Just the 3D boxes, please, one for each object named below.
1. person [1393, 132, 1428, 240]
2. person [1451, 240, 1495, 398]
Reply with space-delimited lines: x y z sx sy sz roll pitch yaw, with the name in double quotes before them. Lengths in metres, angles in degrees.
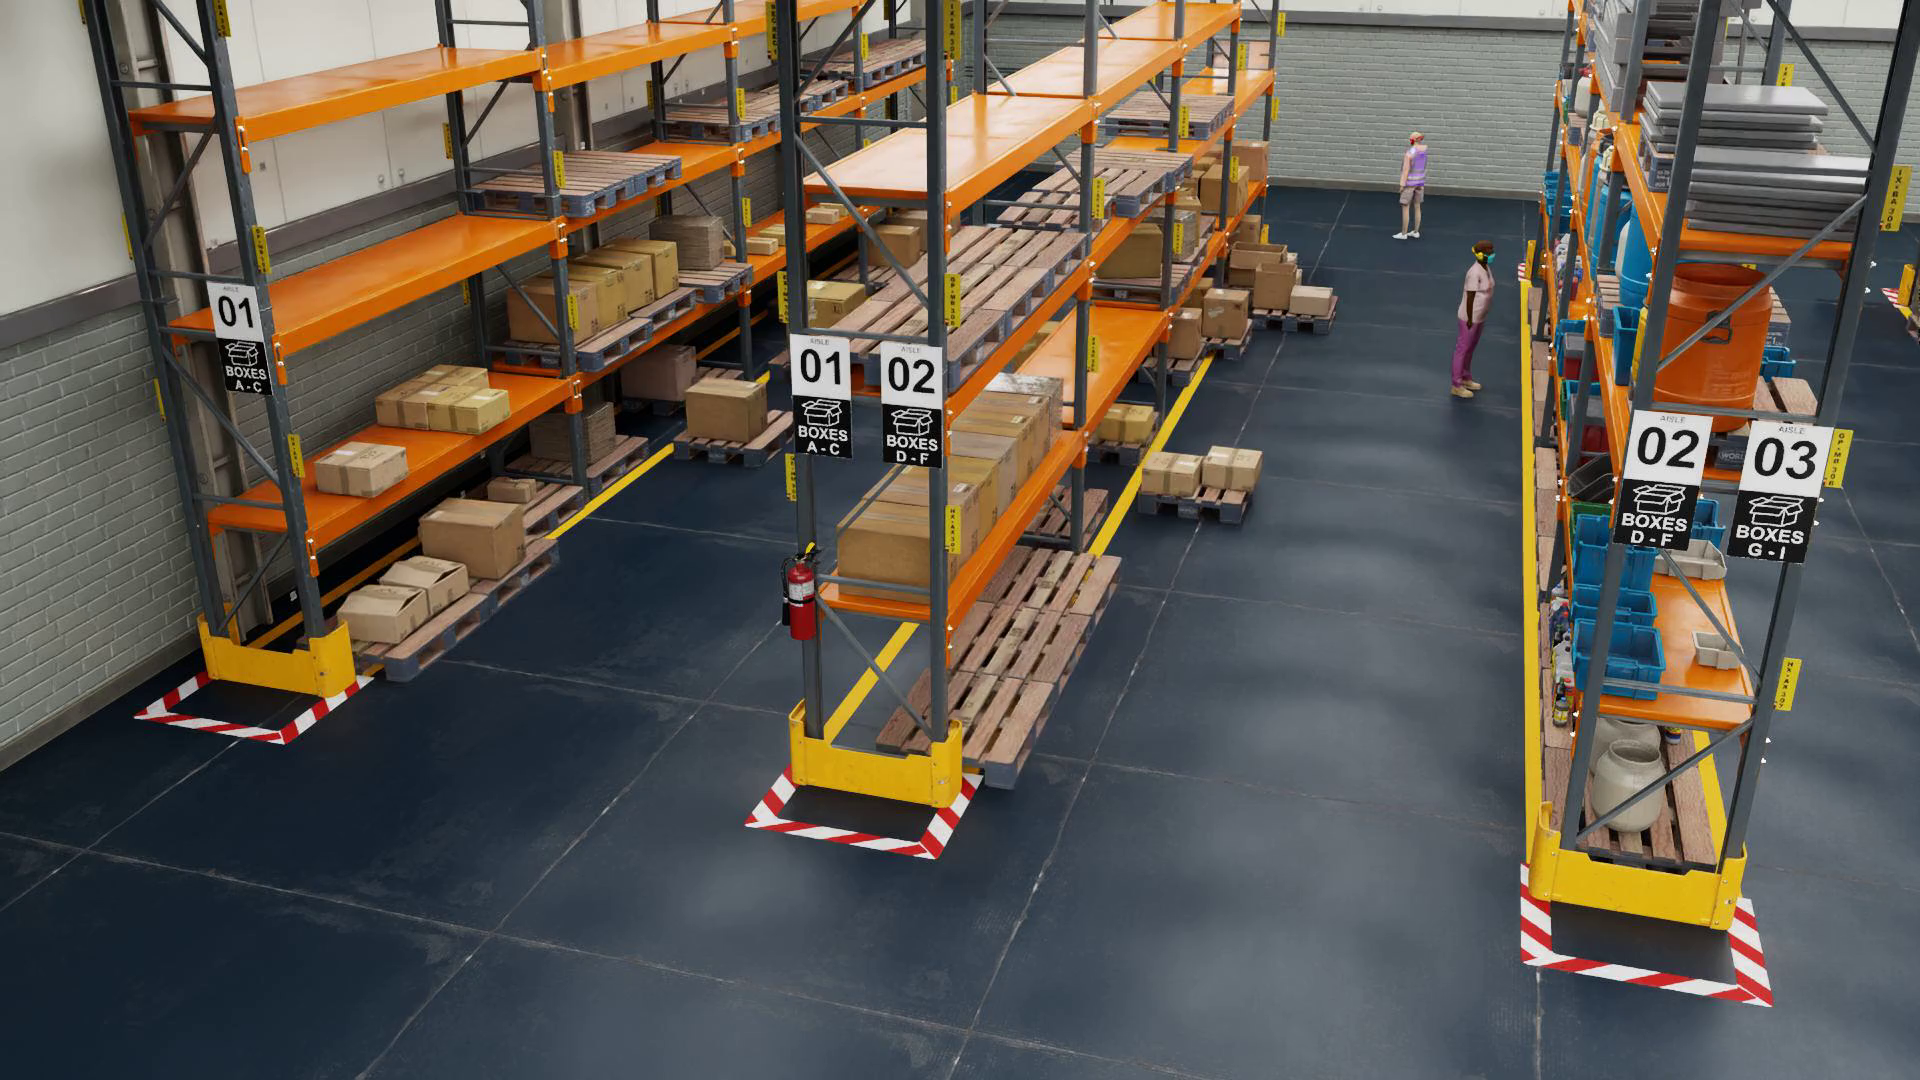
"person" 7.182 -5.620 26.415 0.492 1.688 0.348 -14 27 -29
"person" 5.940 -2.568 19.192 0.336 1.801 0.528 16 28 32
